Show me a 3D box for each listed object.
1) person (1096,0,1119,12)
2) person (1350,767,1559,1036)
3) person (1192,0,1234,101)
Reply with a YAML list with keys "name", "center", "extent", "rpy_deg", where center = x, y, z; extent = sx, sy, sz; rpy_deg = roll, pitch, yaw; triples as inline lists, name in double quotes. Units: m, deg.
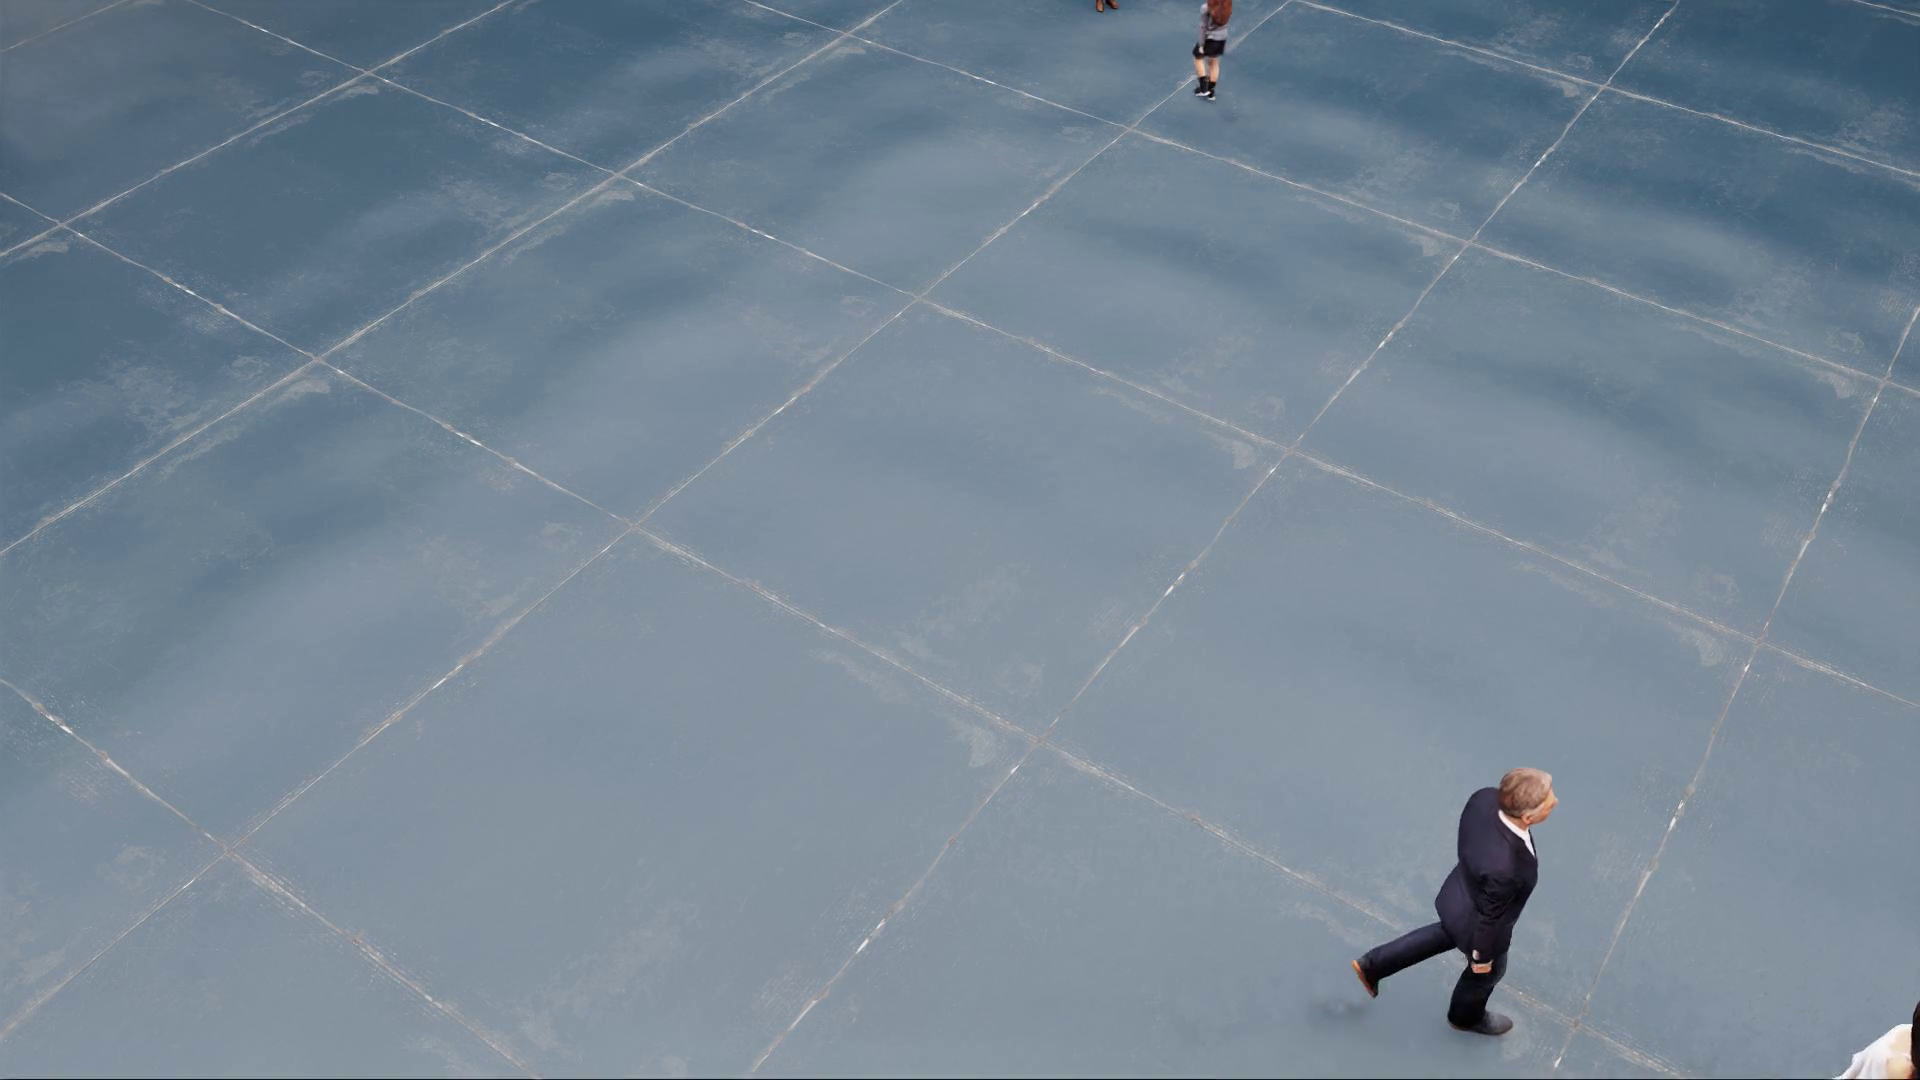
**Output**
- name: "person"
  center: [1.354, -5.385, 15.236]
  extent: [0.501, 1.022, 0.549]
  rpy_deg: [-14, 45, -15]
- name: "person"
  center: [2.174, 1.580, 7.209]
  extent: [1.141, 1.796, 0.993]
  rpy_deg: [3, 43, 4]
- name: "person"
  center: [2.142, -4.191, 13.901]
  extent: [0.552, 1.097, 0.587]
  rpy_deg: [-20, 47, -20]
